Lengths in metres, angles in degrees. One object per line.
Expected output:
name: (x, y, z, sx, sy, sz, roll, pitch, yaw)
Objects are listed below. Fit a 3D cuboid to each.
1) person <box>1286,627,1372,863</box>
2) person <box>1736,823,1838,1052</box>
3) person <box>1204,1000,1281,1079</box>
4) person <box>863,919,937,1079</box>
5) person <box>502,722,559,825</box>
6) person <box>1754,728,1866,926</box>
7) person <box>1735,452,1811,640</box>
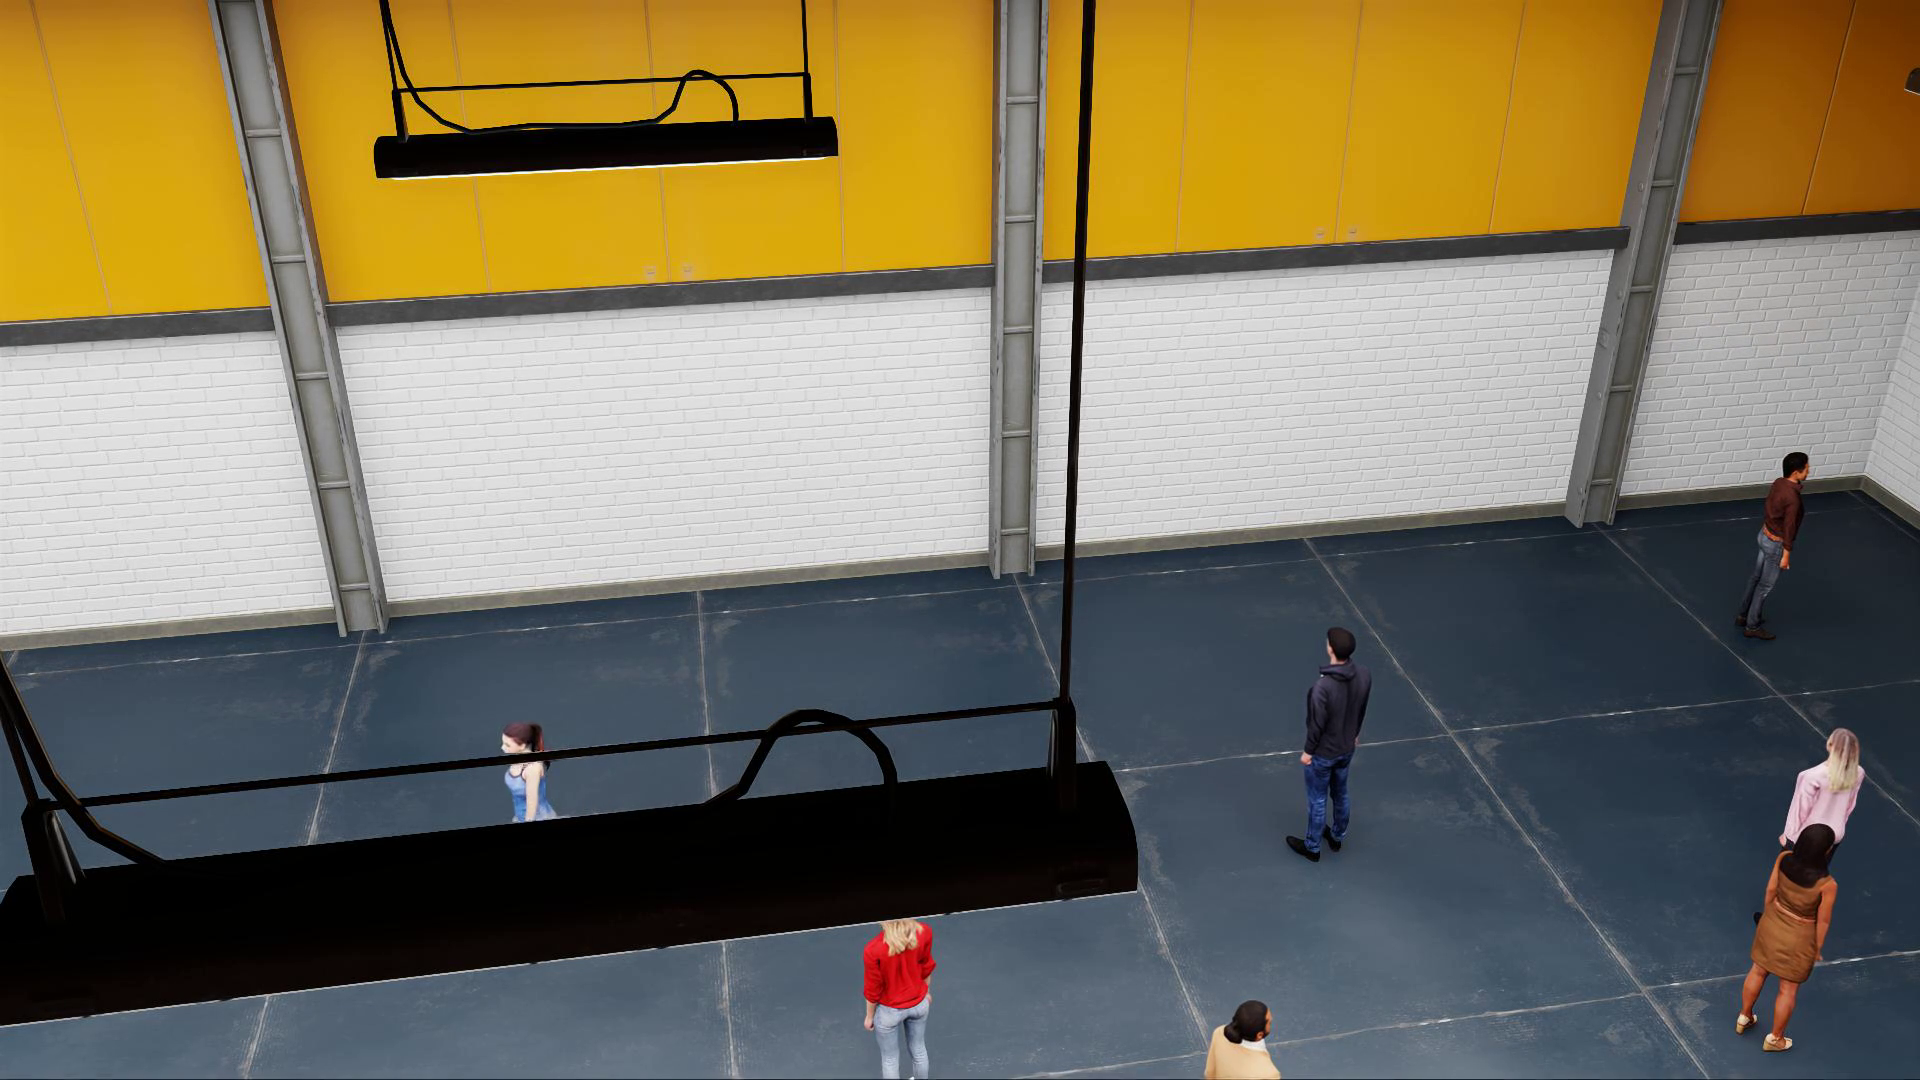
person: (2.657, 1.465, 11.897, 0.650, 1.893, 0.814, -17, 33, -28)
person: (5.130, 2.449, 10.304, 0.610, 1.690, 0.622, -15, 32, -26)
person: (1.506, 3.159, 8.934, 0.732, 1.754, 0.743, -17, 33, -28)
person: (-0.354, 2.730, 9.774, 0.565, 1.704, 0.740, -15, 32, -26)
person: (-2.848, 1.903, 11.402, 0.727, 1.595, 0.685, -20, 35, -33)
person: (5.748, 1.977, 11.170, 0.469, 1.688, 0.652, -6, 29, -10)
person: (7.167, 0.030, 14.644, 0.617, 1.780, 0.706, 3, 29, 5)
